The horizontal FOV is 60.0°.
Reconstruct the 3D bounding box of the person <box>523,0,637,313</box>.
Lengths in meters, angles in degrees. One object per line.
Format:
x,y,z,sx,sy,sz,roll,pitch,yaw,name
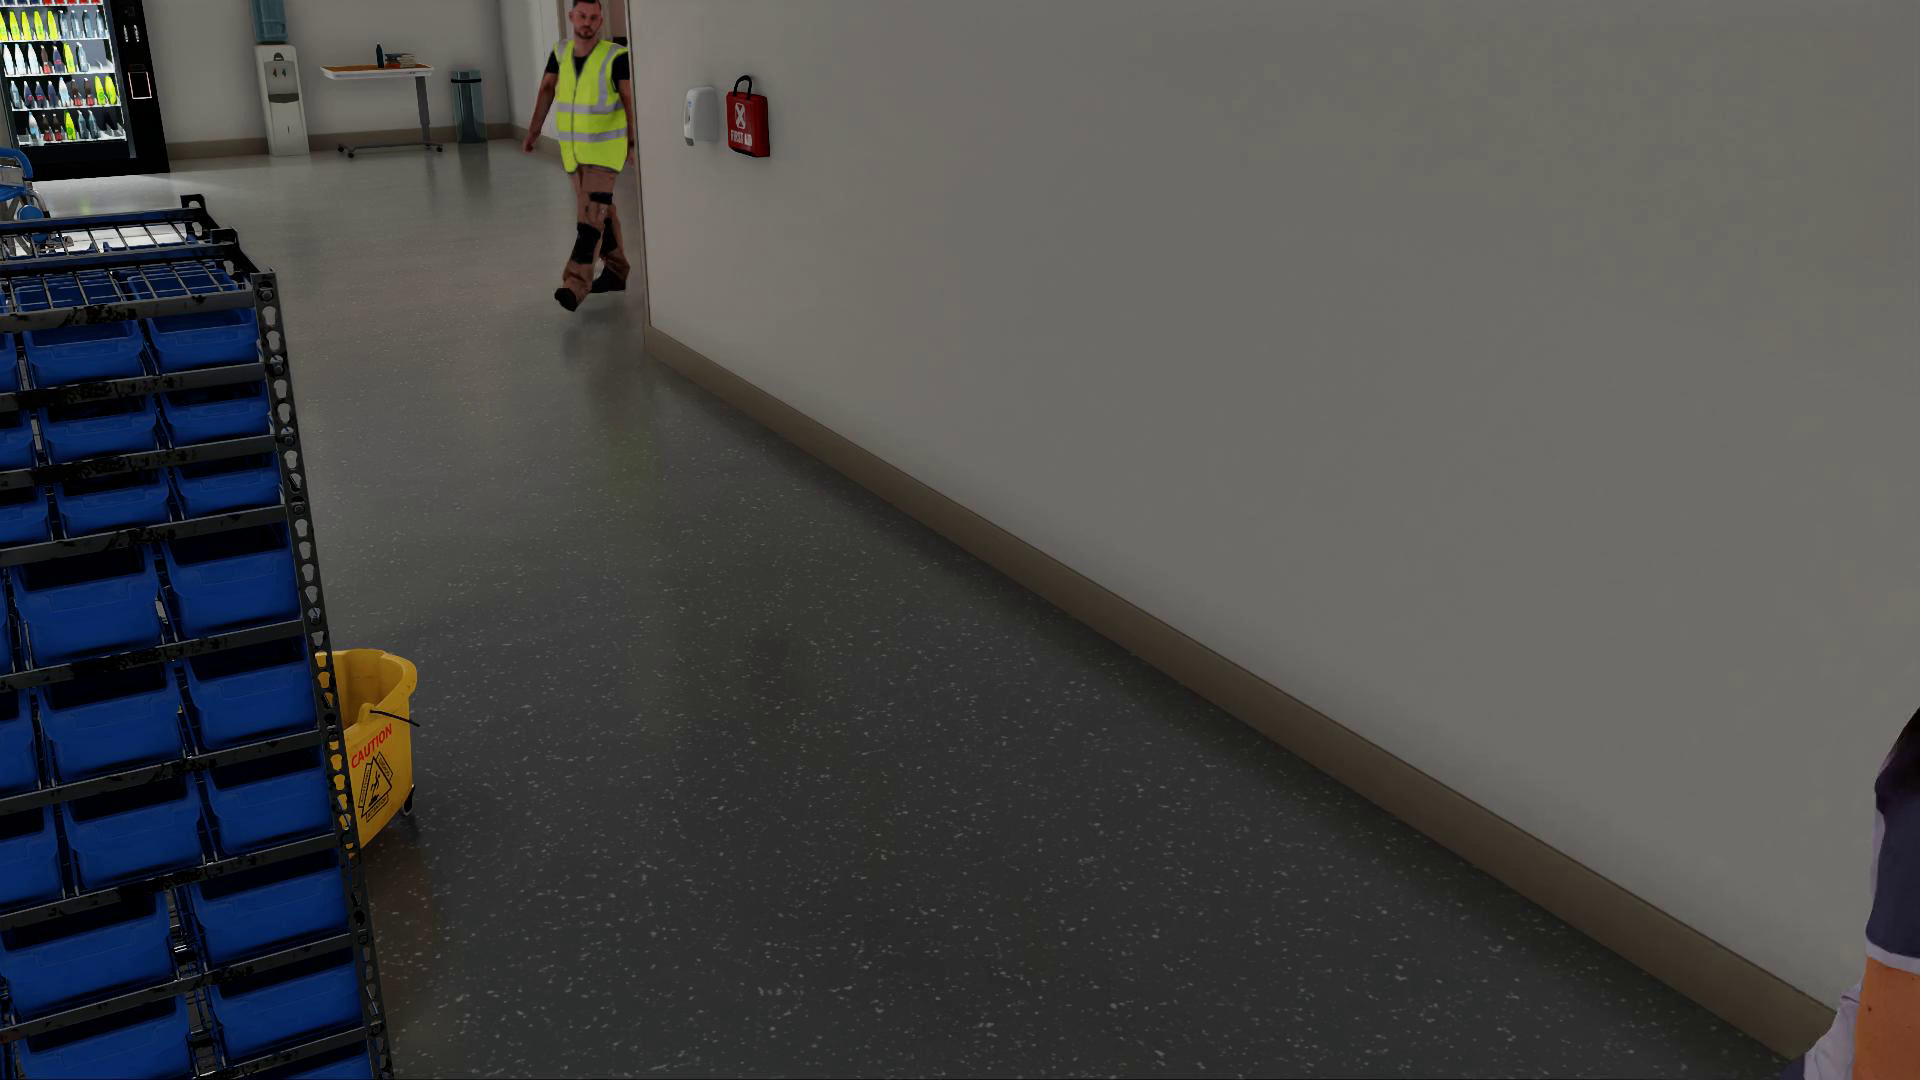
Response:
-2.111,-2.253,9.768,1.160,1.778,1.288,11,23,27,person
